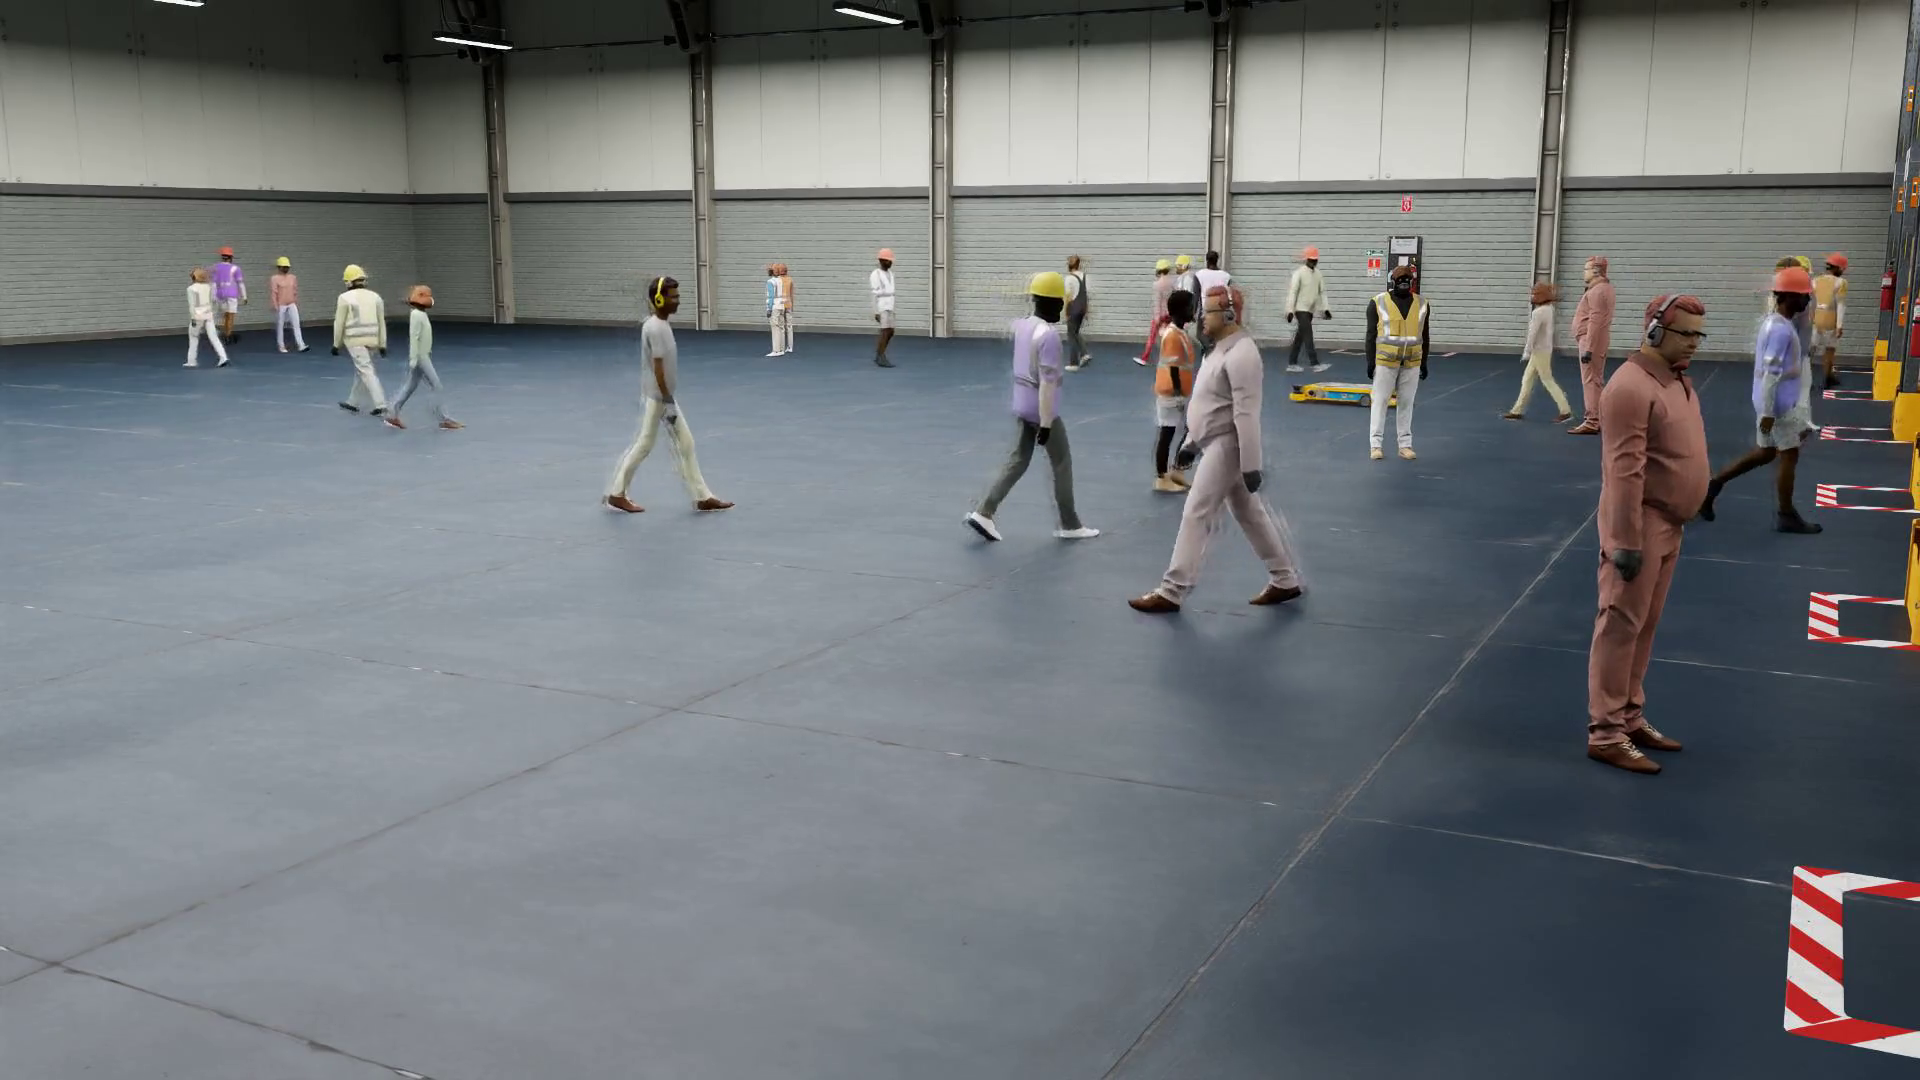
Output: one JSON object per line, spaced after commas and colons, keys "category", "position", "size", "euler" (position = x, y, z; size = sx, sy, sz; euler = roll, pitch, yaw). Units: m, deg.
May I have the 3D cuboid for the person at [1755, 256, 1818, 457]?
{"category": "person", "position": [7.941, -1.745, 15.959], "size": [0.465, 1.927, 0.629], "euler": [5, 12, 27]}

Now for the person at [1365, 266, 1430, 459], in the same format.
{"category": "person", "position": [4.181, -1.688, 15.884], "size": [0.624, 1.844, 0.429], "euler": [-1, 10, -4]}

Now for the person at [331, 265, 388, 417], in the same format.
{"category": "person", "position": [-7.079, -2.333, 19.595], "size": [0.948, 1.783, 0.587], "euler": [6, 12, 28]}

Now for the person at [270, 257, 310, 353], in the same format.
{"category": "person", "position": [-12.152, -4.235, 30.067], "size": [0.876, 1.719, 0.552], "euler": [9, 14, 40]}

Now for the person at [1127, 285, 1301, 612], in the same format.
{"category": "person", "position": [1.506, -0.509, 9.433], "size": [1.015, 1.858, 0.643], "euler": [0, 10, 2]}

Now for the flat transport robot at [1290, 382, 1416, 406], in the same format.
{"category": "flat transport robot", "position": [4.980, -1.857, 21.086], "size": [1.431, 0.197, 0.652], "euler": [8, 13, 36]}

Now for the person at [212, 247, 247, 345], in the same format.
{"category": "person", "position": [-14.272, -4.774, 32.565], "size": [0.568, 1.889, 0.960], "euler": [0, 10, 0]}

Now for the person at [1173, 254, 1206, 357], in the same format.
{"category": "person", "position": [3.923, -4.034, 28.760], "size": [0.769, 1.812, 0.598], "euler": [-1, 10, -5]}

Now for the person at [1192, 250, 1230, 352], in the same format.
{"category": "person", "position": [3.959, -3.580, 26.064], "size": [0.633, 1.892, 0.612], "euler": [-3, 11, -16]}

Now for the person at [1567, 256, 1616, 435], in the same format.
{"category": "person", "position": [6.780, -2.085, 17.871], "size": [0.409, 1.905, 0.651], "euler": [6, 12, 29]}

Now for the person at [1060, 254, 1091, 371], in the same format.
{"category": "person", "position": [1.795, -3.568, 26.155], "size": [0.552, 1.831, 0.402], "euler": [-10, 14, -43]}

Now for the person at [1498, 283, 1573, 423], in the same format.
{"category": "person", "position": [6.629, -2.125, 18.949], "size": [0.846, 1.594, 0.505], "euler": [6, 12, 30]}

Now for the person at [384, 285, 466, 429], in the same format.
{"category": "person", "position": [-5.951, -1.997, 18.272], "size": [0.873, 1.589, 0.499], "euler": [-2, 11, -11]}

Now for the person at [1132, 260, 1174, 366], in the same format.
{"category": "person", "position": [3.224, -3.628, 26.786], "size": [0.550, 1.720, 0.913], "euler": [-10, 14, -42]}

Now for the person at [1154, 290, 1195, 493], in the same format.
{"category": "person", "position": [1.830, -1.211, 13.692], "size": [0.455, 1.680, 0.558], "euler": [3, 11, 18]}

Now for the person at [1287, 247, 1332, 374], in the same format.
{"category": "person", "position": [5.451, -3.558, 25.787], "size": [0.624, 1.938, 0.985], "euler": [-10, 14, -44]}

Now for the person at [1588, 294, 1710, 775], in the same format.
{"category": "person", "position": [2.790, -0.034, 6.707], "size": [0.401, 1.901, 0.642], "euler": [8, 13, 38]}

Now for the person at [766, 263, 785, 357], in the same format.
{"category": "person", "position": [-3.259, -4.050, 29.308], "size": [0.313, 1.642, 0.513], "euler": [3, 11, 17]}

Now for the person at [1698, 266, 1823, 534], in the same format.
{"category": "person", "position": [5.781, -1.000, 11.940], "size": [0.821, 1.918, 0.552], "euler": [4, 11, 21]}

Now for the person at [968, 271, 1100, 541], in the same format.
{"category": "person", "position": [0.499, -0.919, 11.568], "size": [0.927, 1.896, 0.596], "euler": [-5, 11, -24]}

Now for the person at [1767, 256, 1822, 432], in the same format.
{"category": "person", "position": [9.025, -2.101, 17.959], "size": [0.617, 1.890, 0.842], "euler": [-2, 11, -10]}

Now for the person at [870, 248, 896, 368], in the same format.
{"category": "person", "position": [-1.221, -3.753, 26.894], "size": [0.430, 1.933, 0.552], "euler": [7, 12, 33]}

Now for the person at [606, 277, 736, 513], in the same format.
{"category": "person", "position": [-2.278, -1.093, 12.718], "size": [0.996, 1.822, 0.544], "euler": [0, 10, 2]}

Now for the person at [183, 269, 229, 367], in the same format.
{"category": "person", "position": [-12.247, -3.595, 26.937], "size": [0.846, 1.598, 0.529], "euler": [4, 11, 22]}

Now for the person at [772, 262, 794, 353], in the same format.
{"category": "person", "position": [-3.215, -4.195, 30.104], "size": [0.307, 1.641, 0.513], "euler": [10, 14, 43]}

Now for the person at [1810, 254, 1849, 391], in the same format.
{"category": "person", "position": [11.868, -2.966, 22.785], "size": [0.975, 1.858, 0.619], "euler": [-8, 13, -38]}
